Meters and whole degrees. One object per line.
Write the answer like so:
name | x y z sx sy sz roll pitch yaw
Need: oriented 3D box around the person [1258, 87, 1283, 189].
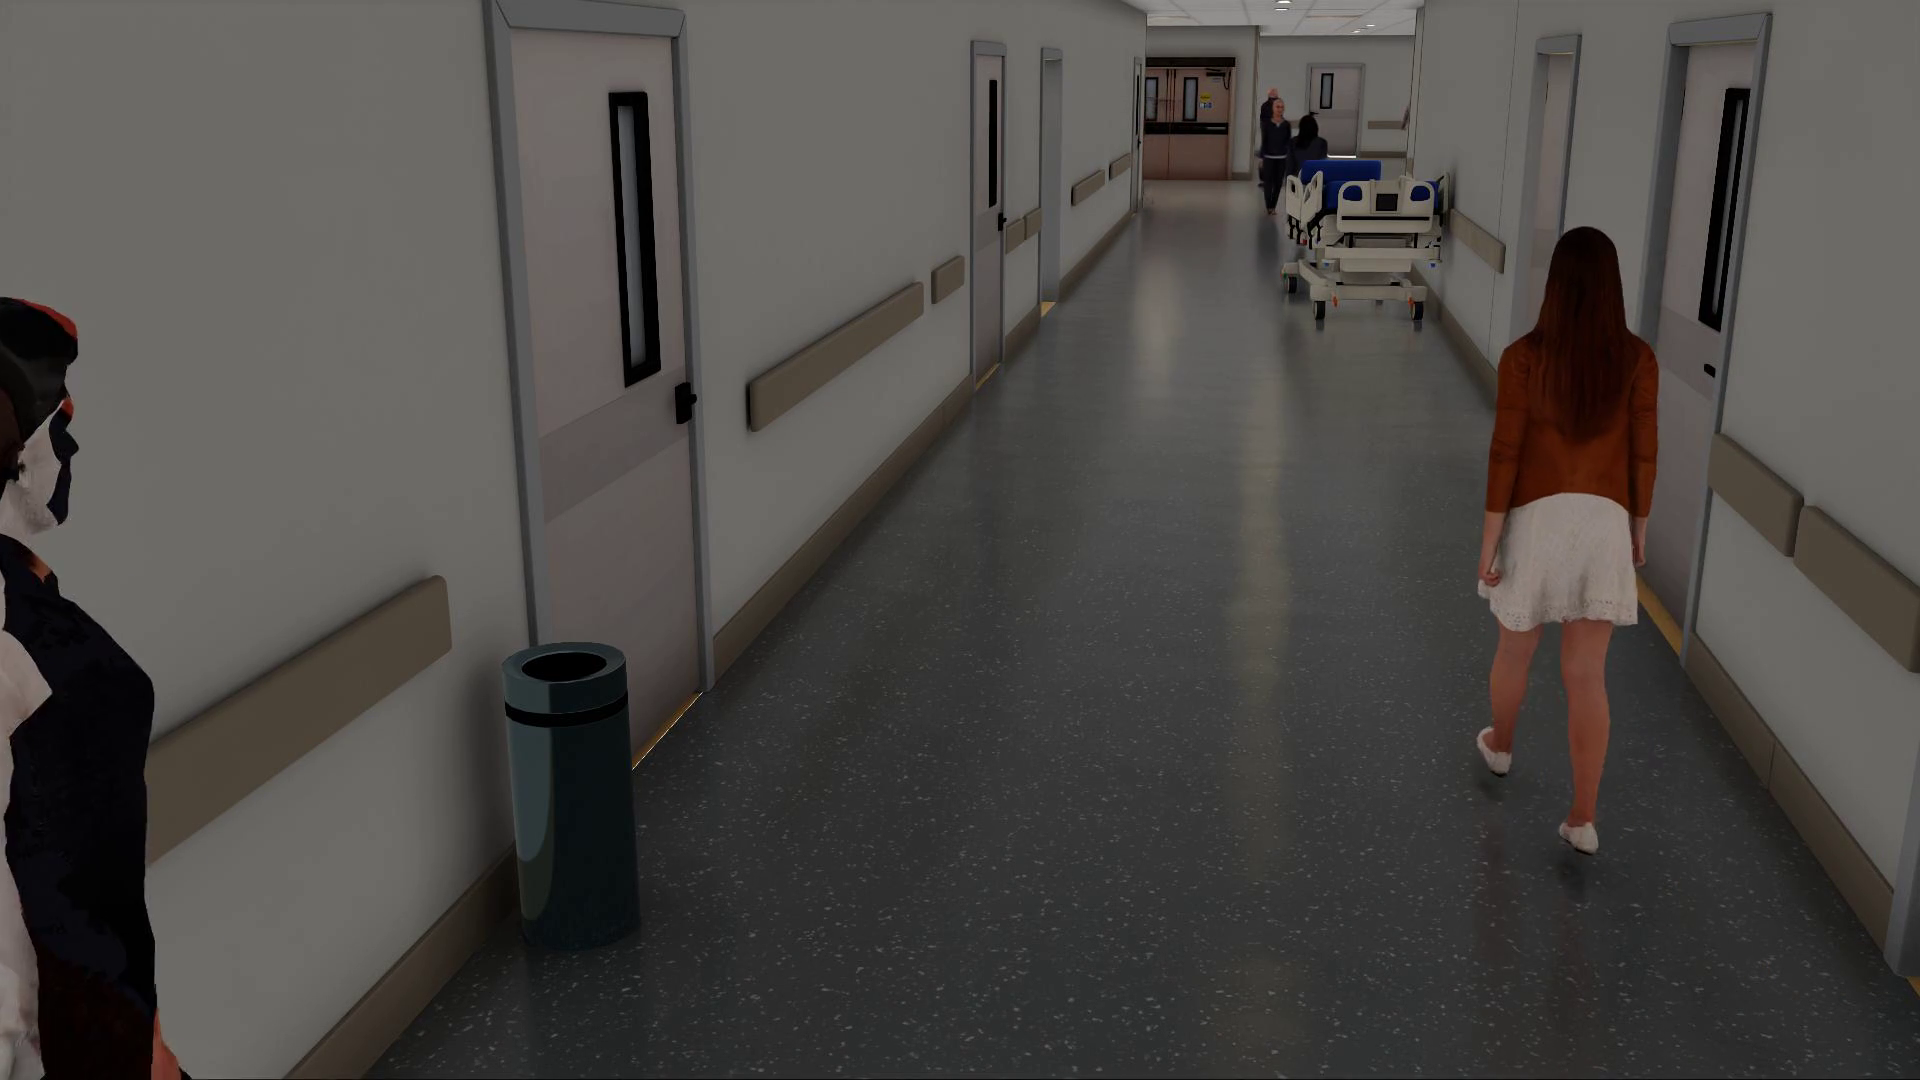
person | 5.806 -7.551 31.197 0.778 1.837 0.759 -7 17 -24

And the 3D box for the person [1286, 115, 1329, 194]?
person | 4.311 -4.454 20.704 1.053 1.569 0.895 7 17 23

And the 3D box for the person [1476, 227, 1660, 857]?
person | 1.683 0.037 4.575 1.059 1.677 0.724 2 16 7

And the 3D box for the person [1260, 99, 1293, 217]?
person | 4.716 -5.715 24.957 1.020 1.688 0.822 0 16 0
